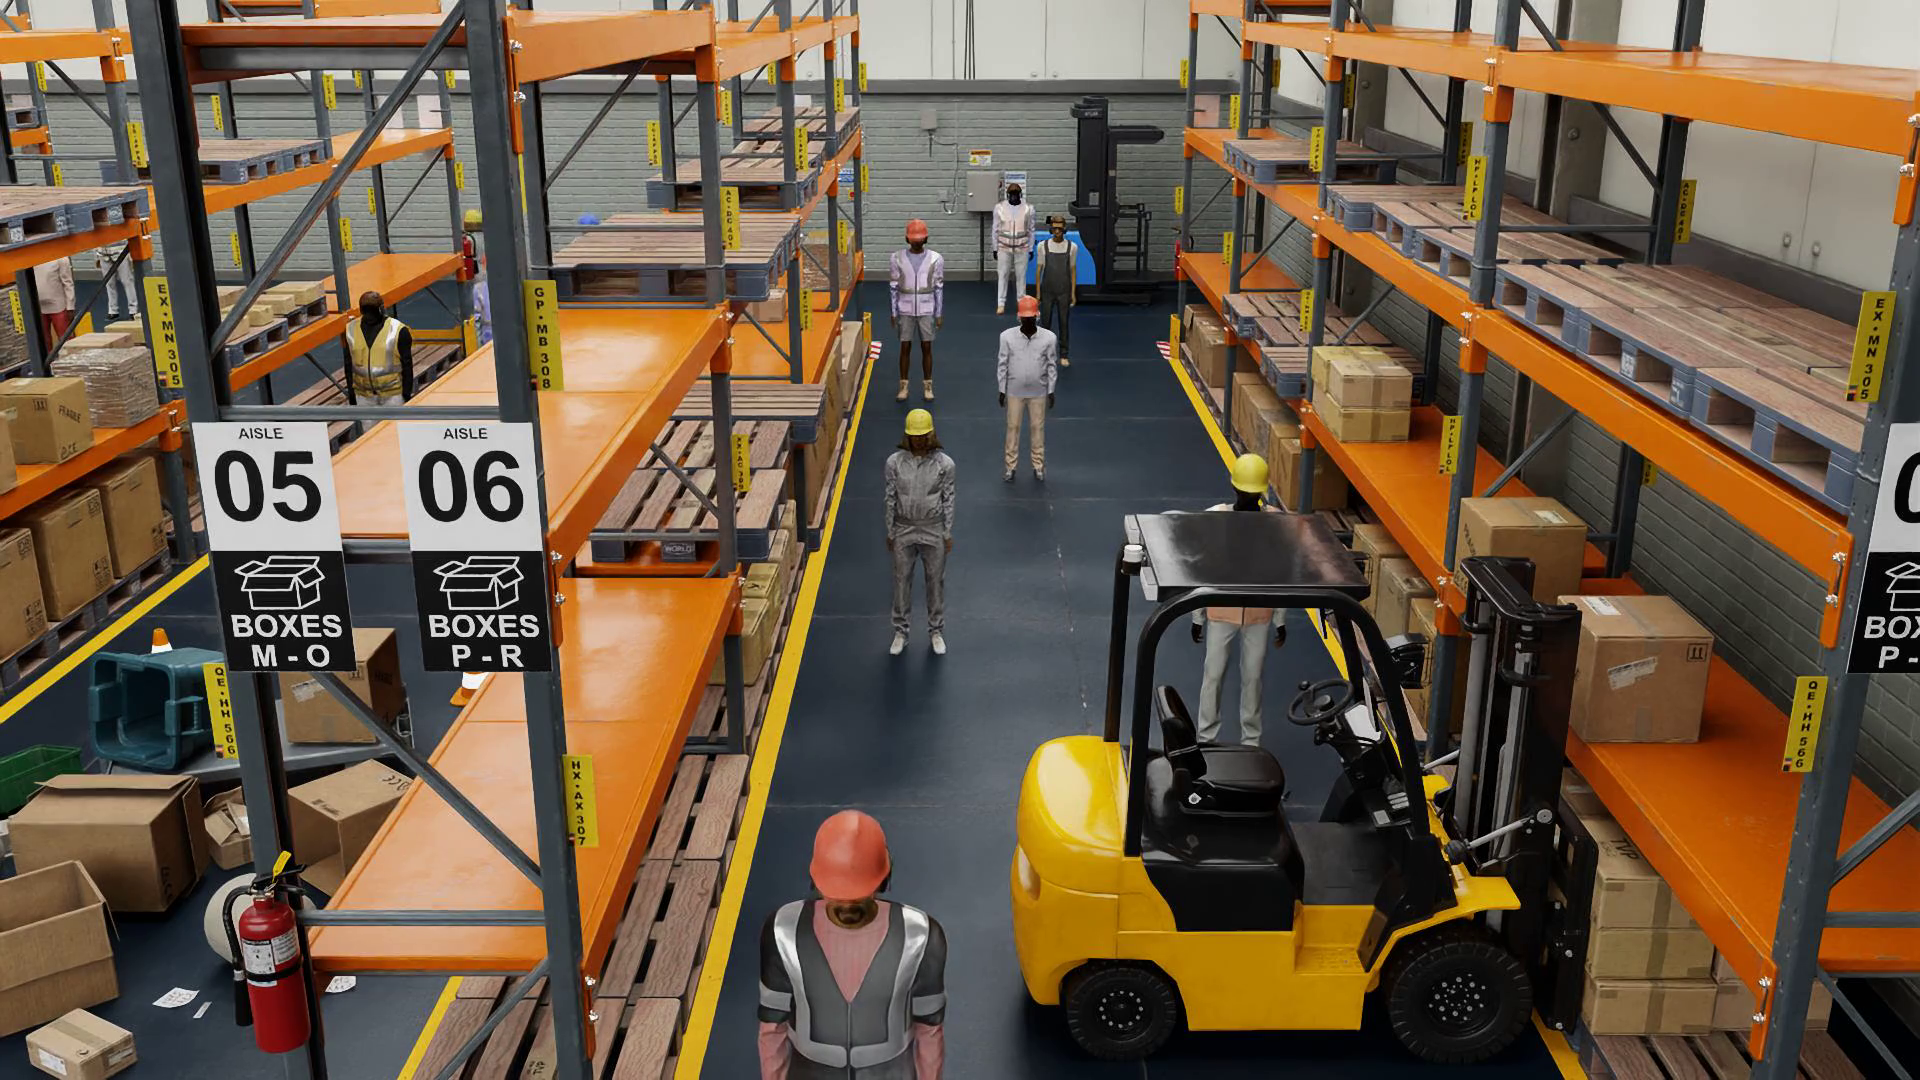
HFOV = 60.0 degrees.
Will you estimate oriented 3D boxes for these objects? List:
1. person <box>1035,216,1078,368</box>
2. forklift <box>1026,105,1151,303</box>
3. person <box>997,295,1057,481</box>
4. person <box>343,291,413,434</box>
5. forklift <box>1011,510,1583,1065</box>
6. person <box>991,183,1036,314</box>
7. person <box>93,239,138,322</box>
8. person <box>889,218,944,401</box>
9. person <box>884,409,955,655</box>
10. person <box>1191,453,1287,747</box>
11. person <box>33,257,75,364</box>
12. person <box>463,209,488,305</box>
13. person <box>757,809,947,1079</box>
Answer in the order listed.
[{"bbox_3d":[1.171,-3.014,20.228,0.508,1.846,0.345,0,18,0],"label":"person"},{"bbox_3d":[1.857,-4.944,24.441,1.873,2.768,1.129,0,18,0],"label":"forklift"},{"bbox_3d":[0.623,-1.413,15.528,0.562,1.752,0.324,0,18,0],"label":"person"},{"bbox_3d":[-5.324,-1.369,15.259,0.627,1.844,0.429,0,18,0],"label":"person"},{"bbox_3d":[1.387,1.055,7.378,2.313,2.155,1.214,0,18,0],"label":"forklift"},{"bbox_3d":[0.760,-4.134,23.621,0.627,1.844,0.429,0,18,0],"label":"person"},{"bbox_3d":[-11.716,-3.935,23.030,0.589,1.833,0.404,0,18,0],"label":"person"},{"bbox_3d":[-0.484,-2.555,18.529,0.608,2.044,0.371,0,18,0],"label":"person"},{"bbox_3d":[-0.278,-0.053,11.436,0.486,1.744,0.294,0,18,0],"label":"person"},{"bbox_3d":[1.637,0.420,9.716,0.587,1.928,0.364,0,18,0],"label":"person"},{"bbox_3d":[-10.335,-2.635,18.847,0.611,1.995,0.375,0,18,0],"label":"person"},{"bbox_3d":[-6.277,-3.433,21.657,0.346,1.730,0.504,13,22,33],"label":"person"},{"bbox_3d":[-0.344,1.797,5.372,0.608,2.044,0.371,0,18,0],"label":"person"}]
